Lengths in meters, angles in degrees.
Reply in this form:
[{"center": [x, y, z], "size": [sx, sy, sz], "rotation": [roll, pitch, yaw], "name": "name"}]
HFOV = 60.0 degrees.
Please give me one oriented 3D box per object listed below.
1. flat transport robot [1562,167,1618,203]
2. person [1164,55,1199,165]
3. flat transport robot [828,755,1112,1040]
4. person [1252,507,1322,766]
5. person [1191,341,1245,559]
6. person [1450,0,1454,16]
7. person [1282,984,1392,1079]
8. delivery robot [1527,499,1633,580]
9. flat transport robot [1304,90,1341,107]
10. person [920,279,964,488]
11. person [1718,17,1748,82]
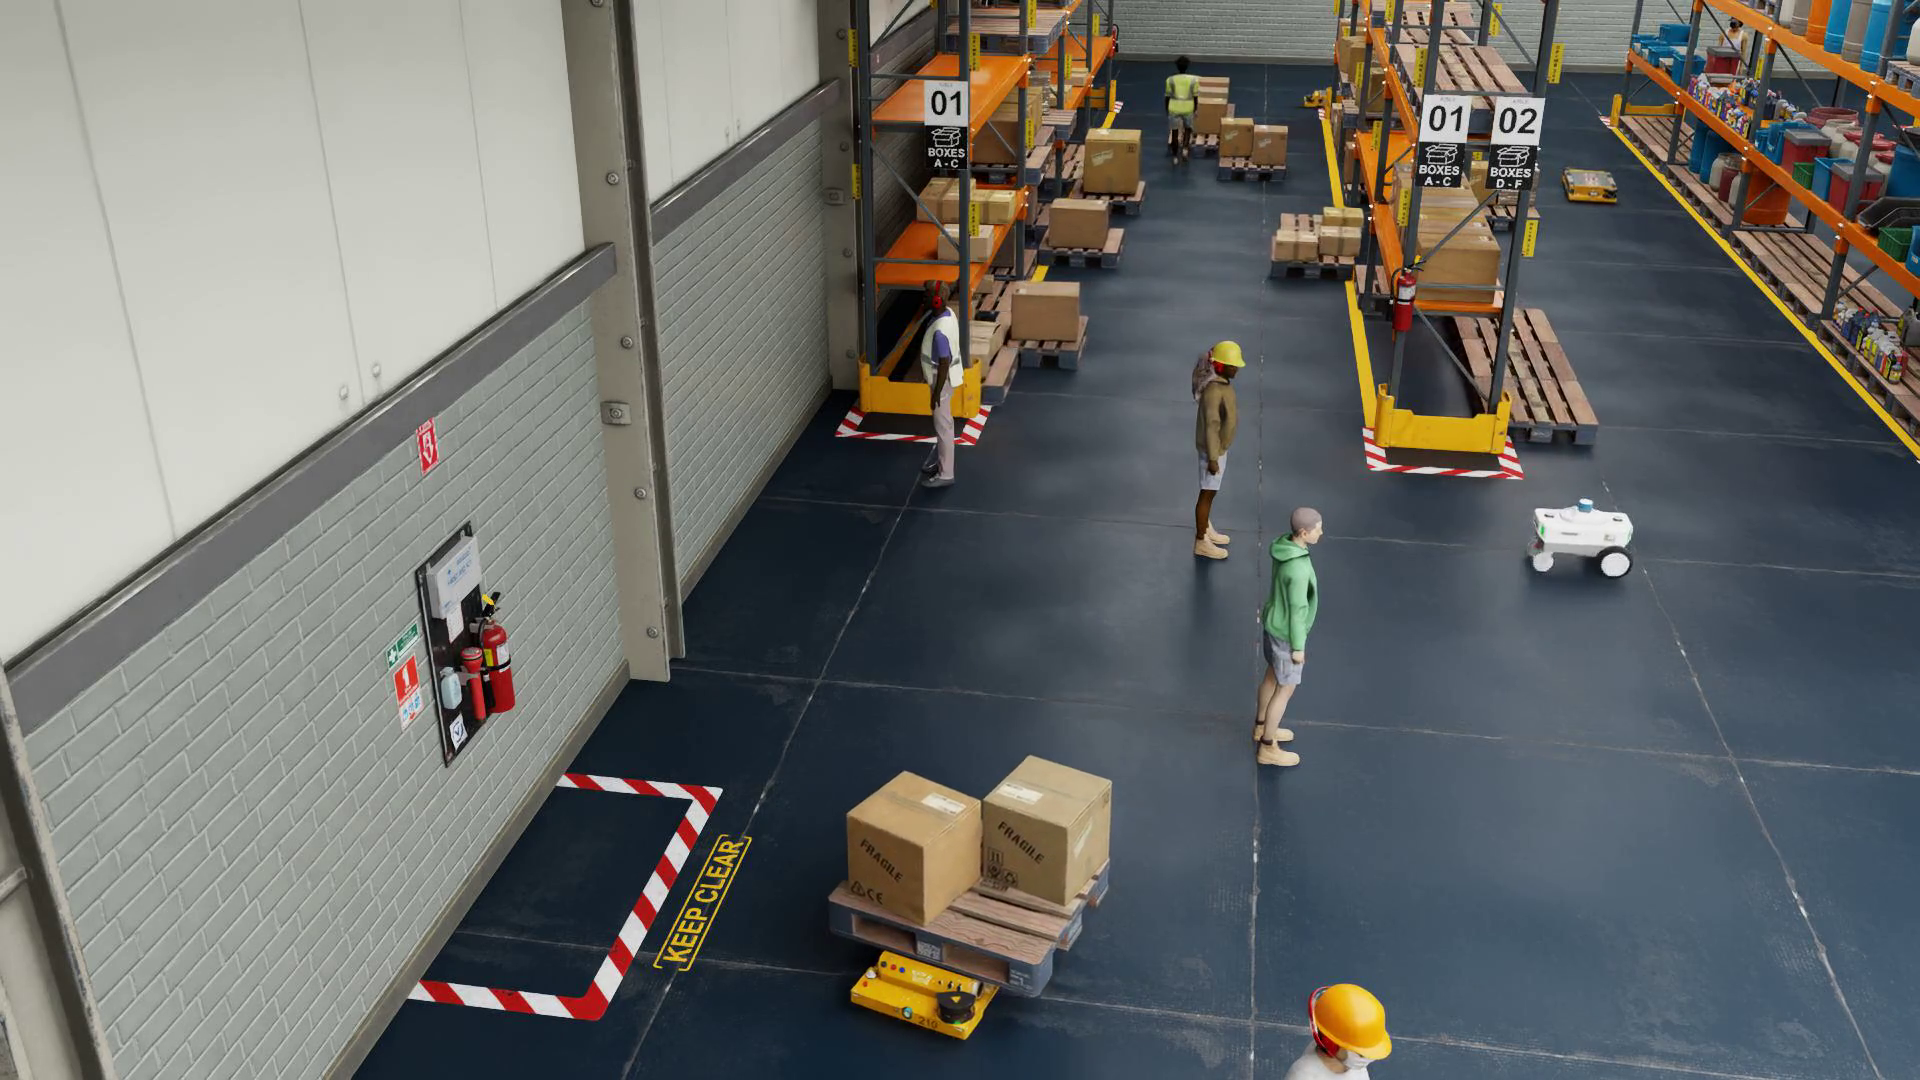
[{"center": [9.293, -5.235, 24.563], "size": [0.659, 0.231, 1.431], "rotation": [6, 26, 13], "name": "flat transport robot"}, {"center": [3.462, -6.738, 26.091], "size": [0.549, 1.684, 0.376], "rotation": [3, 25, 6], "name": "person"}, {"center": [0.043, 2.079, 8.908], "size": [0.659, 0.231, 1.431], "rotation": [12, 27, 23], "name": "flat transport robot"}, {"center": [2.033, 0.591, 10.370], "size": [0.316, 1.733, 0.476], "rotation": [-1, 25, -2], "name": "person"}, {"center": [2.002, -0.730, 13.160], "size": [0.410, 1.757, 0.543], "rotation": [6, 26, 14], "name": "person"}, {"center": [9.233, -9.392, 31.692], "size": [0.531, 1.766, 0.314], "rotation": [-4, 25, -8], "name": "person"}, {"center": [1.351, 2.436, 6.235], "size": [0.374, 1.889, 0.570], "rotation": [17, 30, 31], "name": "person"}, {"center": [4.905, -0.022, 13.088], "size": [0.810, 0.612, 0.499], "rotation": [3, 25, 7], "name": "delivery robot"}, {"center": [7.110, -8.148, 30.797], "size": [1.431, 0.231, 0.659], "rotation": [4, 25, 9], "name": "flat transport robot"}, {"center": [-0.161, -1.357, 14.398], "size": [0.391, 1.846, 0.562], "rotation": [1, 25, 1], "name": "person"}, {"center": [13.556, -8.353, 29.356], "size": [0.514, 1.861, 0.383], "rotation": [13, 28, 26], "name": "person"}]
